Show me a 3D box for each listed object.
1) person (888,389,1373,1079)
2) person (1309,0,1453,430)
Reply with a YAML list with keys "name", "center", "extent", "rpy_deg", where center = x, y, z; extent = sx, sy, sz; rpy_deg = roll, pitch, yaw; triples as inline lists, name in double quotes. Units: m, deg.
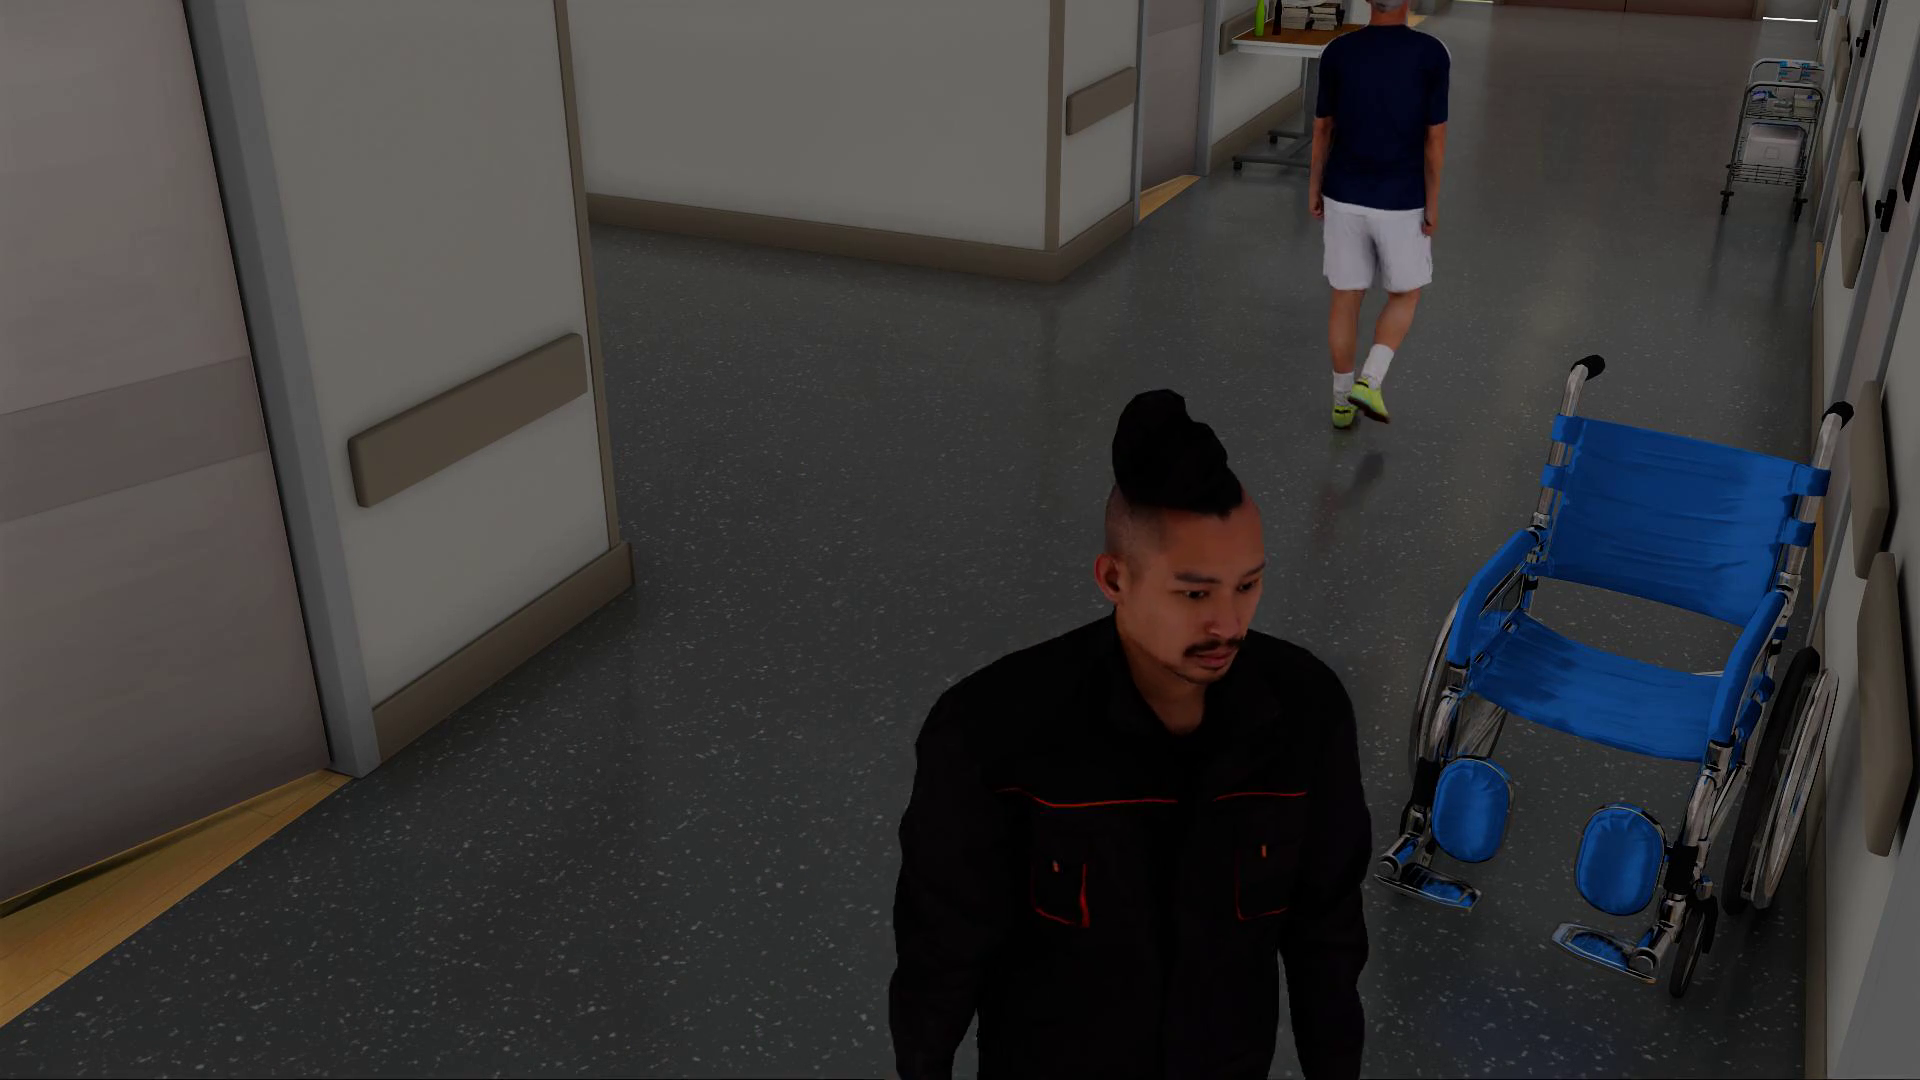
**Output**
- name: "person"
  center: [0.175, 0.644, 2.270]
  extent: [1.214, 1.820, 1.261]
  rpy_deg: [-9, 27, -18]
- name: "person"
  center: [1.536, -1.246, 6.194]
  extent: [0.657, 1.814, 0.751]
  rpy_deg: [11, 28, 21]
